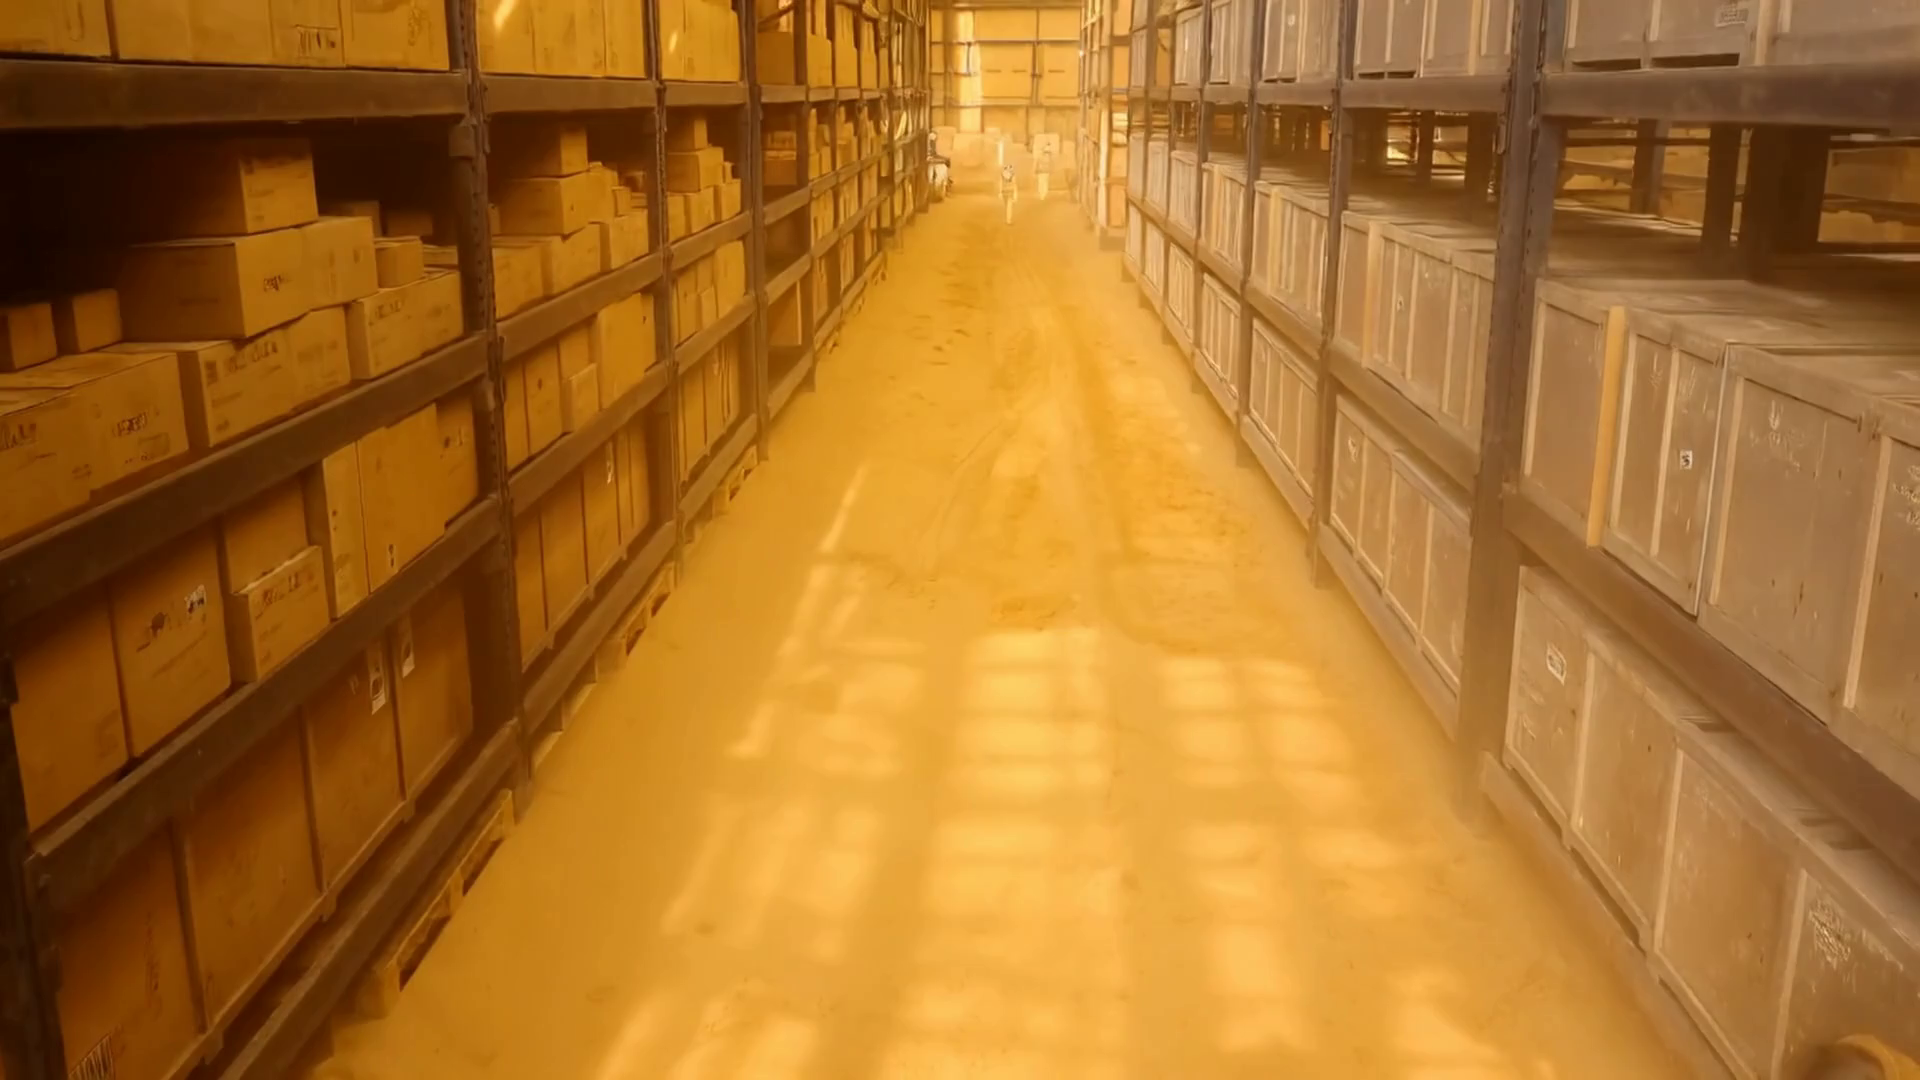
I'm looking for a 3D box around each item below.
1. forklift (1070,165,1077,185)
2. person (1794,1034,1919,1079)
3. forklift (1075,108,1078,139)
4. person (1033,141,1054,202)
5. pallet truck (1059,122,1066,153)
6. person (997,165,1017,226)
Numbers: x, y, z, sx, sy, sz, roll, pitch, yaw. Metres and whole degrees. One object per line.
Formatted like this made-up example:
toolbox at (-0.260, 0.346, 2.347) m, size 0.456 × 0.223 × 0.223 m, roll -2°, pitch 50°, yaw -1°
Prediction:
forklift at (4.739, -12.934, 55.916) m, size 1.873 × 2.768 × 1.129 m, roll -6°, pitch 16°, yaw -22°
person at (1.774, 1.794, 3.471) m, size 0.514 × 1.639 × 0.311 m, roll 14°, pitch 21°, yaw 43°
forklift at (5.408, -17.217, 71.850) m, size 1.129 × 2.768 × 1.873 m, roll 13°, pitch 20°, yaw 41°
person at (2.746, -12.065, 54.441) m, size 0.691 × 1.949 × 0.636 m, roll 3°, pitch 15°, yaw 9°
pallet truck at (5.788, -21.111, 88.014) m, size 1.885 × 1.965 × 0.823 m, roll 5°, pitch 16°, yaw 18°
person at (1.278, -9.271, 44.744) m, size 0.510 × 1.605 × 0.860 m, roll 3°, pitch 15°, yaw 11°
